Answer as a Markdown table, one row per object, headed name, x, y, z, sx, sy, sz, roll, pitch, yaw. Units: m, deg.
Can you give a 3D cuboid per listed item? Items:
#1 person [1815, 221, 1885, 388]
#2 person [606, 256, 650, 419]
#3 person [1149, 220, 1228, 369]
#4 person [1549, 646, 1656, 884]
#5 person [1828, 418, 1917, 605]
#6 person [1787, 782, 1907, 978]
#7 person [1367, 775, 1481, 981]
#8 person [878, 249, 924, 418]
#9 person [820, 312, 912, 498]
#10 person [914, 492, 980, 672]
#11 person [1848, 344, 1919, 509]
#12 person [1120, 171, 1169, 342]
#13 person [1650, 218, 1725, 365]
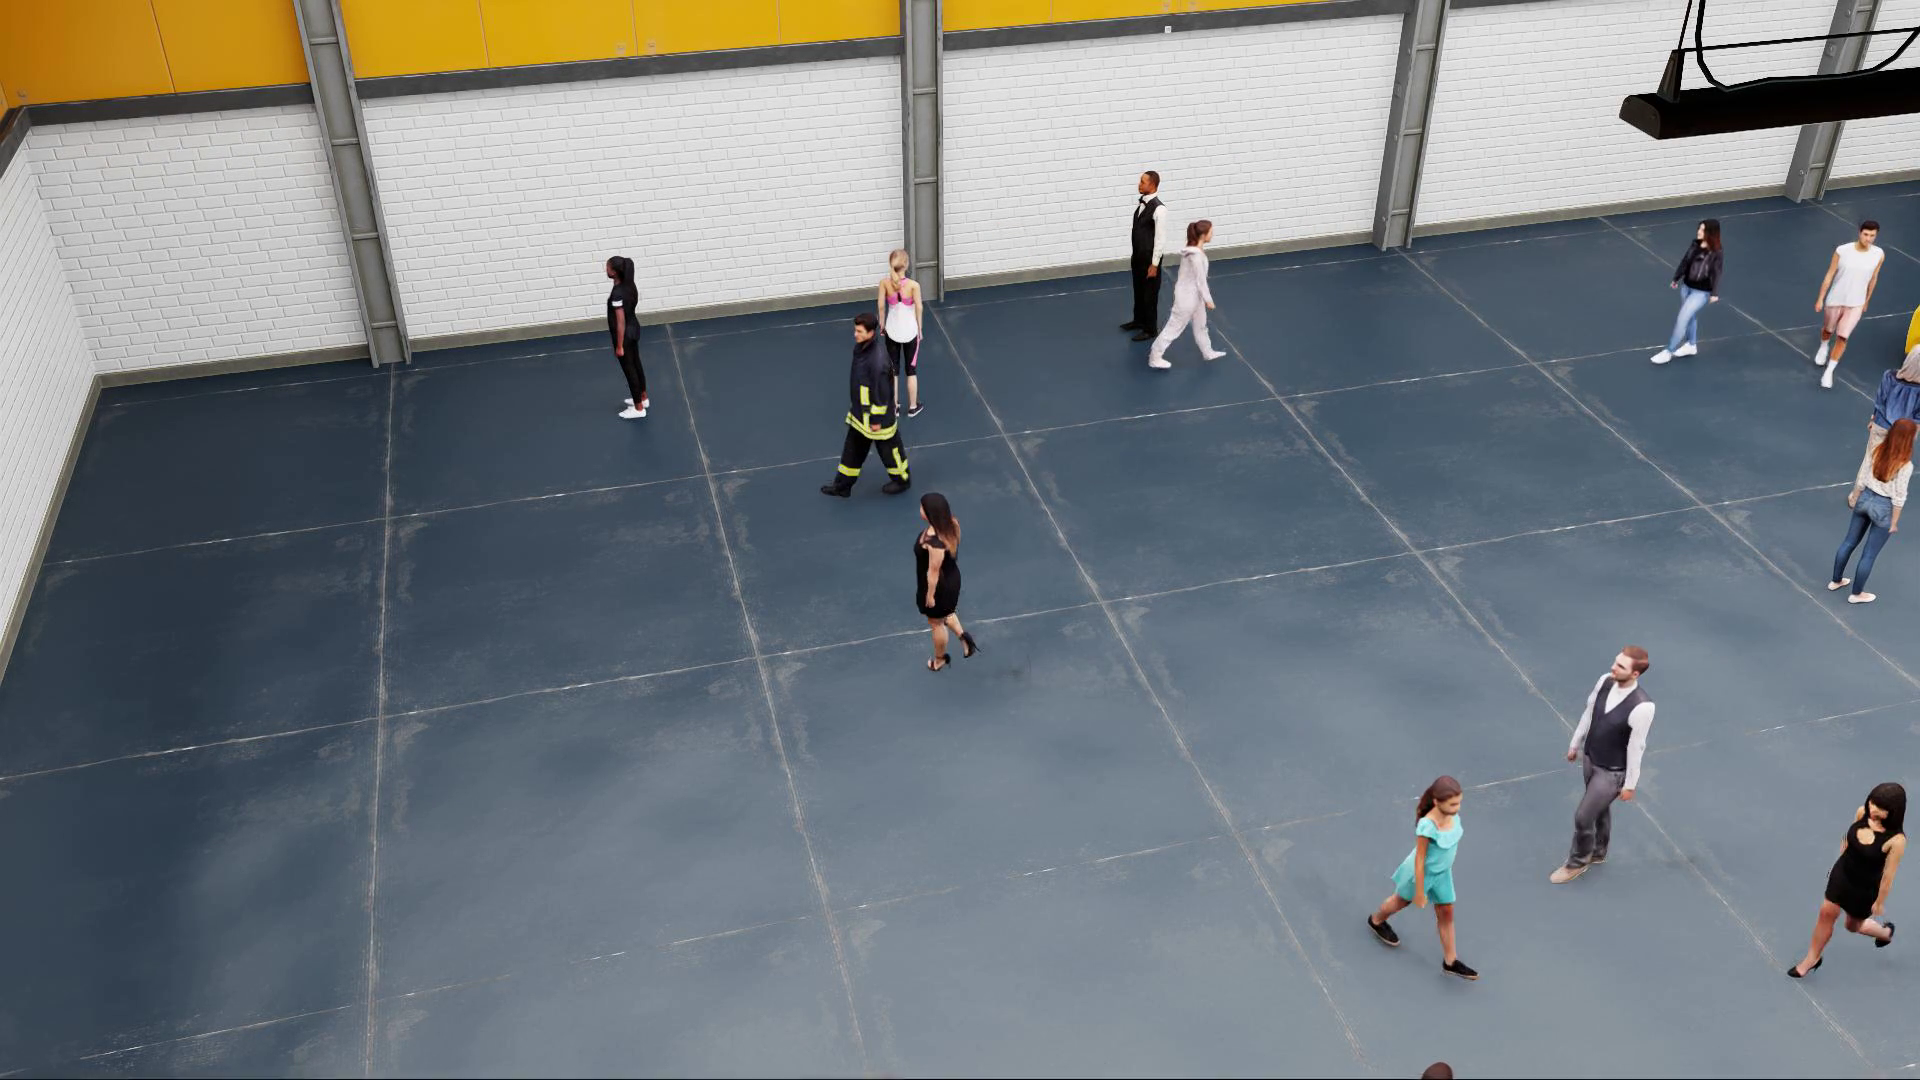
| name | x | y | z | sx | sy | sz | roll | pitch | yaw |
| --- | --- | --- | --- | --- | --- | --- | --- | --- | --- |
| person | 9.294 | -2.548 | 17.463 | 1.156 | 1.751 | 1.168 | 15 | 36 | 21 |
| person | -3.362 | -2.052 | 16.738 | 0.661 | 1.729 | 0.680 | 3 | 34 | 4 |
| person | 2.320 | -2.552 | 17.573 | 1.152 | 1.638 | 0.818 | 0 | 34 | -1 |
| person | 4.452 | 1.495 | 11.226 | 0.719 | 1.924 | 0.684 | -8 | 34 | -11 |
| person | 7.732 | -0.264 | 14.048 | 0.537 | 1.728 | 0.594 | -13 | 36 | -18 |
| person | 5.742 | 2.155 | 10.500 | 0.925 | 1.627 | 0.574 | -9 | 35 | -13 |
| person | 2.936 | 2.095 | 10.689 | 1.057 | 1.518 | 0.931 | -25 | 41 | -33 |
| person | -0.592 | -2.067 | 16.709 | 0.605 | 1.786 | 0.736 | 6 | 34 | 9 |
| person | -0.724 | -1.233 | 15.363 | 1.204 | 1.885 | 0.984 | -17 | 37 | -24 |
| person | -0.078 | 0.365 | 13.126 | 0.905 | 1.702 | 0.846 | 8 | 34 | 12 |
| person | 8.548 | -1.024 | 15.222 | 0.708 | 1.695 | 0.761 | 19 | 38 | 27 |
| person | 2.048 | -3.119 | 18.172 | 0.594 | 1.918 | 0.715 | -12 | 35 | -17 |
| person | 7.923 | -2.667 | 17.767 | 0.891 | 1.614 | 0.680 | -9 | 35 | -14 |
